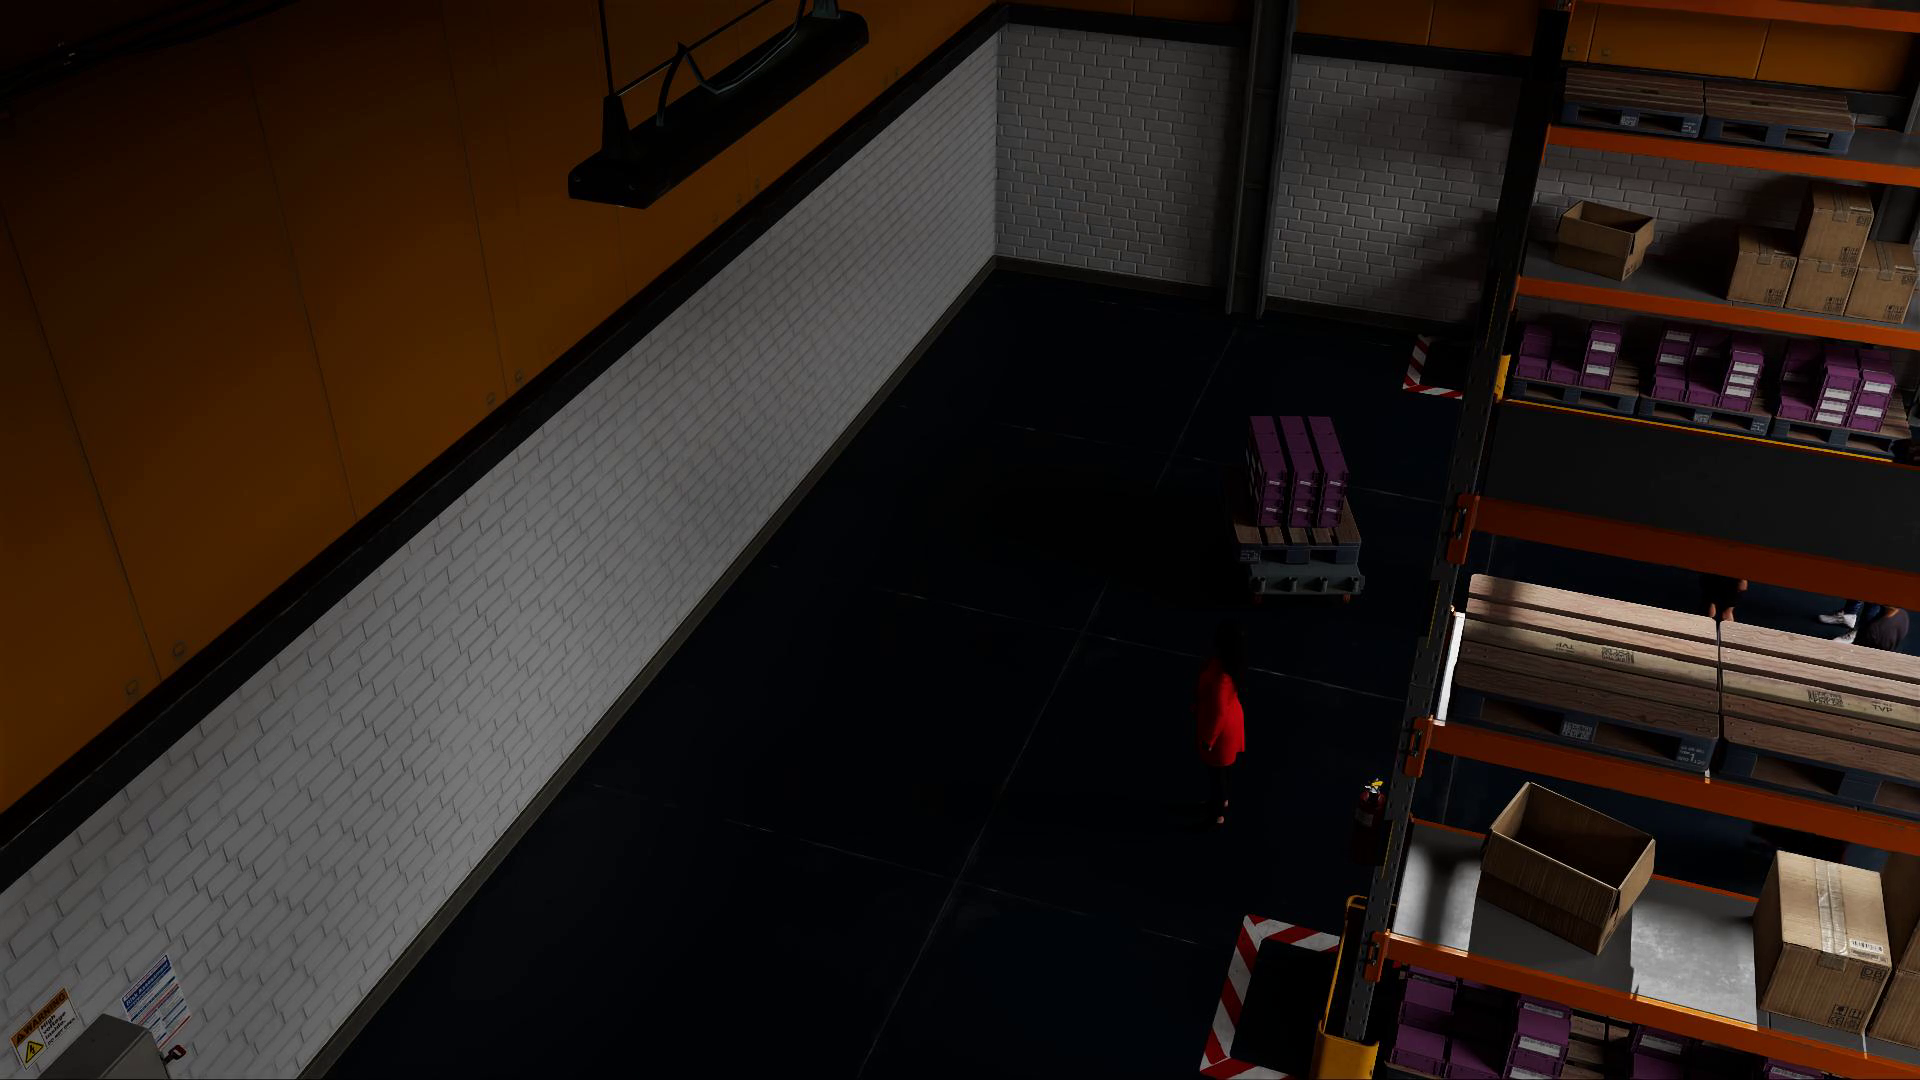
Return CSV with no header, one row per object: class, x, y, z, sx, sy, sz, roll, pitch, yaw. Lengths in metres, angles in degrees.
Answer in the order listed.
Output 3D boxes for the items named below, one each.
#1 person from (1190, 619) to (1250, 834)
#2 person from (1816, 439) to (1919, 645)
person,1.748,1.248,11.123,0.616,1.747,0.616,13,36,19
person,7.151,0.012,12.927,0.665,1.810,0.737,2,34,3
